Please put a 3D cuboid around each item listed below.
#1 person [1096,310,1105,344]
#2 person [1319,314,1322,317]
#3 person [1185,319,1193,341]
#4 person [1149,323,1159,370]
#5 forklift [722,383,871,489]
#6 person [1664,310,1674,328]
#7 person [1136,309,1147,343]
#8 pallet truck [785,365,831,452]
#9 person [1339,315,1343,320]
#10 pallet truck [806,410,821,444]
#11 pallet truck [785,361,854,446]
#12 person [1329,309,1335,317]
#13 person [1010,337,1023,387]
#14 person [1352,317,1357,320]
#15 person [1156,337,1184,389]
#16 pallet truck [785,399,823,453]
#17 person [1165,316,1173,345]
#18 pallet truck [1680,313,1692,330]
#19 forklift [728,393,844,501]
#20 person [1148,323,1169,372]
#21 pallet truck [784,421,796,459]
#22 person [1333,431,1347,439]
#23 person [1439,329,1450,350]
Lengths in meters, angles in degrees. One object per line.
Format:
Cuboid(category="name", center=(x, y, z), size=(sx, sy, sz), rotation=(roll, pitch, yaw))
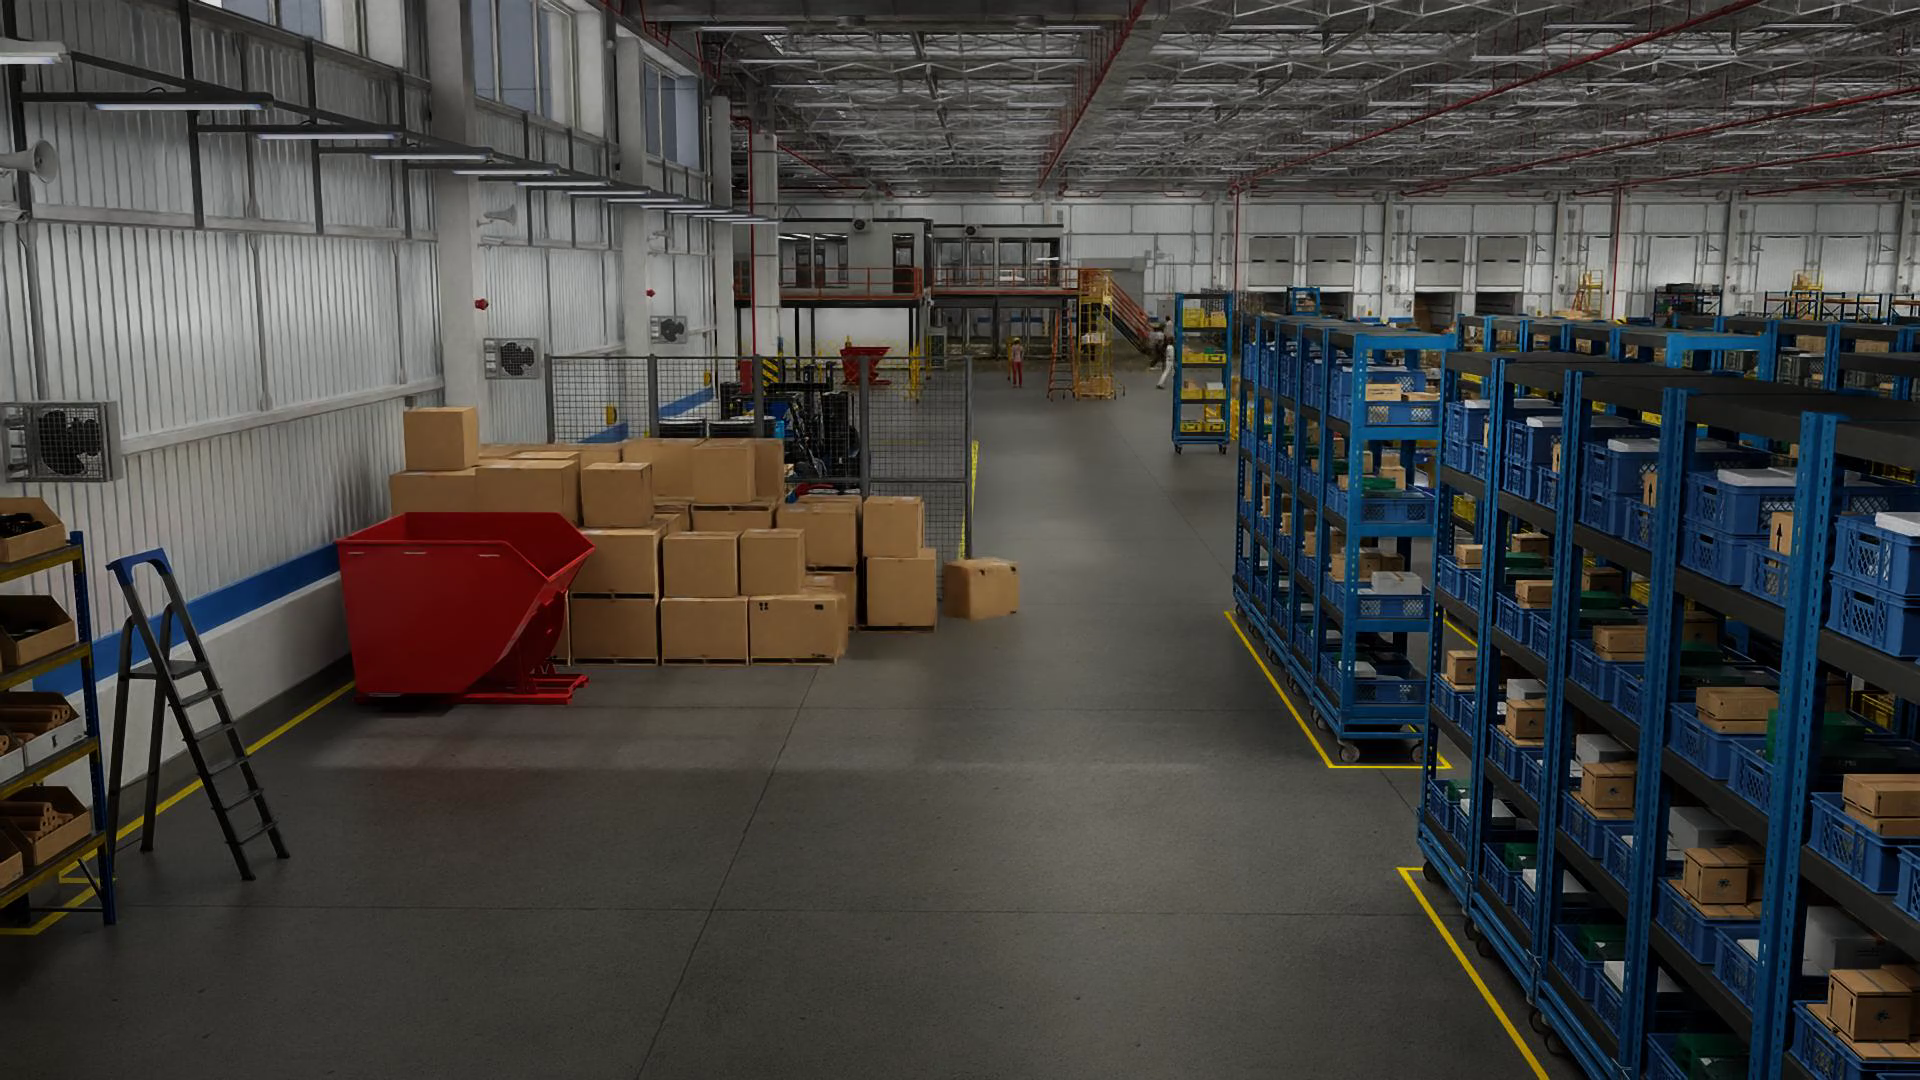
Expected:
Cuboid(category="person", center=(7.848, -11.999, 93.623), size=(0.630, 1.890, 1.007), rotation=(-4, 10, -23))
Cuboid(category="person", center=(19.706, -11.541, 91.206), size=(0.571, 1.756, 0.445), rotation=(-5, 10, -26))
Cuboid(category="person", center=(13.309, -12.553, 97.013), size=(0.600, 1.895, 0.767), rotation=(4, 10, 26))
Cuboid(category="person", center=(8.076, -8.035, 69.057), size=(0.370, 1.928, 0.585), rotation=(7, 12, 38))
Cuboid(category="forklift", center=(-2.893, -1.687, 28.729), size=(2.680, 1.987, 1.157), rotation=(0, 9, -1))
Cuboid(category="person", center=(38.548, -11.544, 90.596), size=(0.632, 1.947, 0.977), rotation=(-6, 11, -34))
Cuboid(category="person", center=(9.894, -11.578, 90.707), size=(0.624, 1.992, 0.390), rotation=(1, 9, 5))
Cuboid(category="pallet truck", center=(-3.774, -2.976, 37.635), size=(1.885, 1.965, 0.823), rotation=(1, 9, 5))
Cuboid(category="person", center=(20.807, -11.472, 90.993), size=(0.545, 1.682, 0.404), rotation=(-1, 9, -7))
Cuboid(category="pallet truck", center=(-3.559, -2.018, 33.905), size=(1.522, 1.261, 0.704), rotation=(0, 9, -1))
Cuboid(category="pallet truck", center=(-3.410, -3.193, 38.978), size=(1.885, 1.965, 0.823), rotation=(0, 9, -1))
Cuboid(category="person", center=(21.273, -12.320, 95.510), size=(0.485, 1.924, 0.555), rotation=(2, 10, 14))
Cuboid(category="person", center=(1.978, -6.270, 58.671), size=(0.526, 1.768, 0.331), rotation=(-5, 11, -30))
Cuboid(category="person", center=(17.836, -9.010, 74.800), size=(0.862, 2.023, 0.609), rotation=(-2, 10, -14))
Cuboid(category="person", center=(7.254, -6.102, 57.465), size=(0.999, 1.837, 0.583), rotation=(1, 9, 4))
Cuboid(category="pallet truck", center=(-3.814, -2.432, 36.419), size=(1.630, 1.274, 0.653), rotation=(0, 9, 1))
Cuboid(category="person", center=(10.102, -9.911, 80.615), size=(0.371, 1.933, 0.627), rotation=(6, 11, 32))
Cuboid(category="pallet truck", center=(36.315, -10.531, 84.244), size=(0.823, 1.965, 1.885), rotation=(-6, 11, -33))
Cuboid(category="forklift", center=(-2.979, -1.316, 26.476), size=(2.680, 1.987, 1.157), rotation=(0, 9, 1))
Cuboid(category="person", center=(8.098, -7.841, 67.514), size=(0.848, 2.000, 0.687), rotation=(2, 9, 12))
Cuboid(category="pallet truck", center=(-4.013, -1.793, 32.705), size=(1.601, 1.201, 0.680), rotation=(0, 9, 1))
Cuboid(category="person", center=(5.151, -0.544, 22.646), size=(0.625, 1.990, 0.394), rotation=(6, 11, 35))
Cuboid(category="person", center=(18.291, -7.025, 62.938), size=(0.935, 1.906, 0.559), rotation=(7, 12, 39))
